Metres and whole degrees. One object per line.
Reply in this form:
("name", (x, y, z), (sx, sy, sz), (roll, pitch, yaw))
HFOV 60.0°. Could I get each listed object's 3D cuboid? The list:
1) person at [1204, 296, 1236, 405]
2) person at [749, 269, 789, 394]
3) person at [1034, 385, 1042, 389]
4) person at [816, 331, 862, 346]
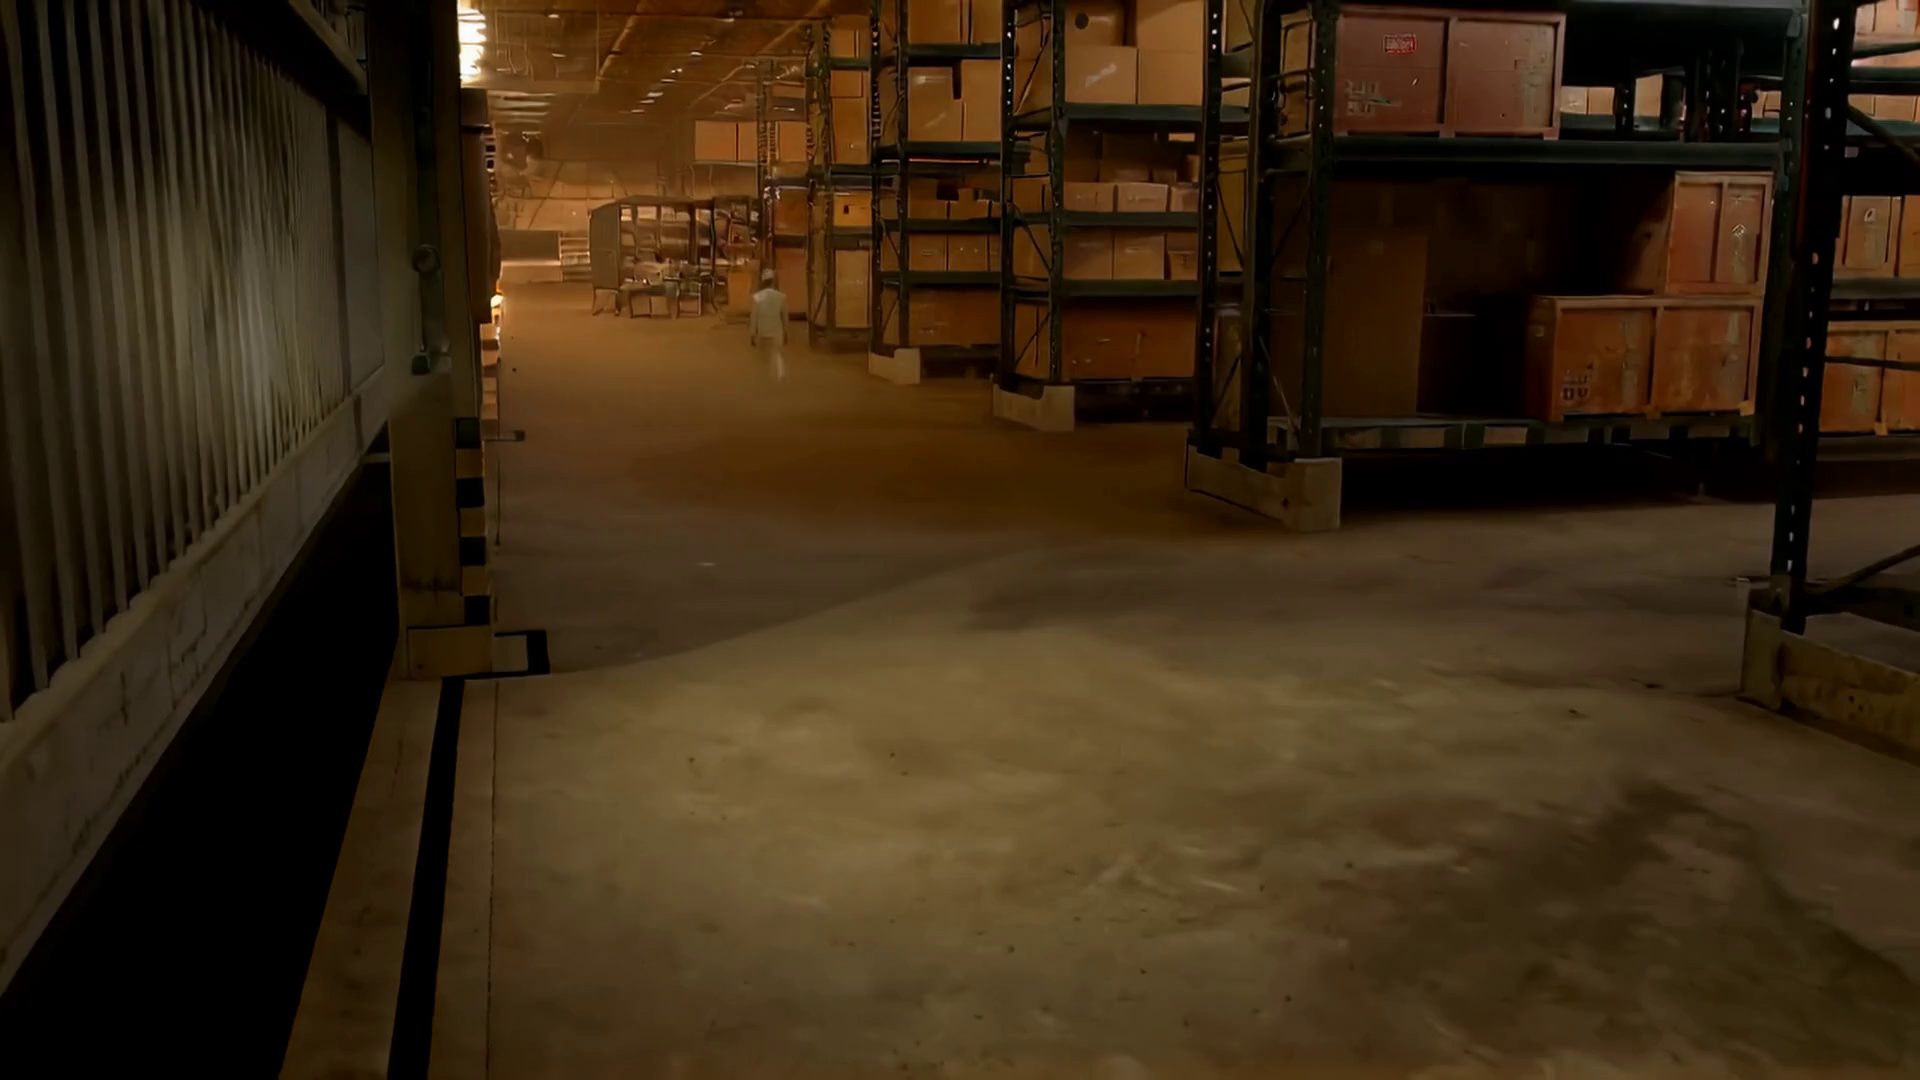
("person", (2.758, -1.941, 17.572), (0.385, 1.754, 0.531), (-1, 10, -8))
("person", (-2.625, -2.875, 22.939), (0.574, 1.722, 0.813), (-4, 11, -23))
("person", (1.500, -2.982, 23.113), (1.002, 1.883, 0.545), (2, 10, 13))
("person", (-2.509, -4.841, 33.878), (0.967, 1.790, 0.632), (-5, 11, -28))
